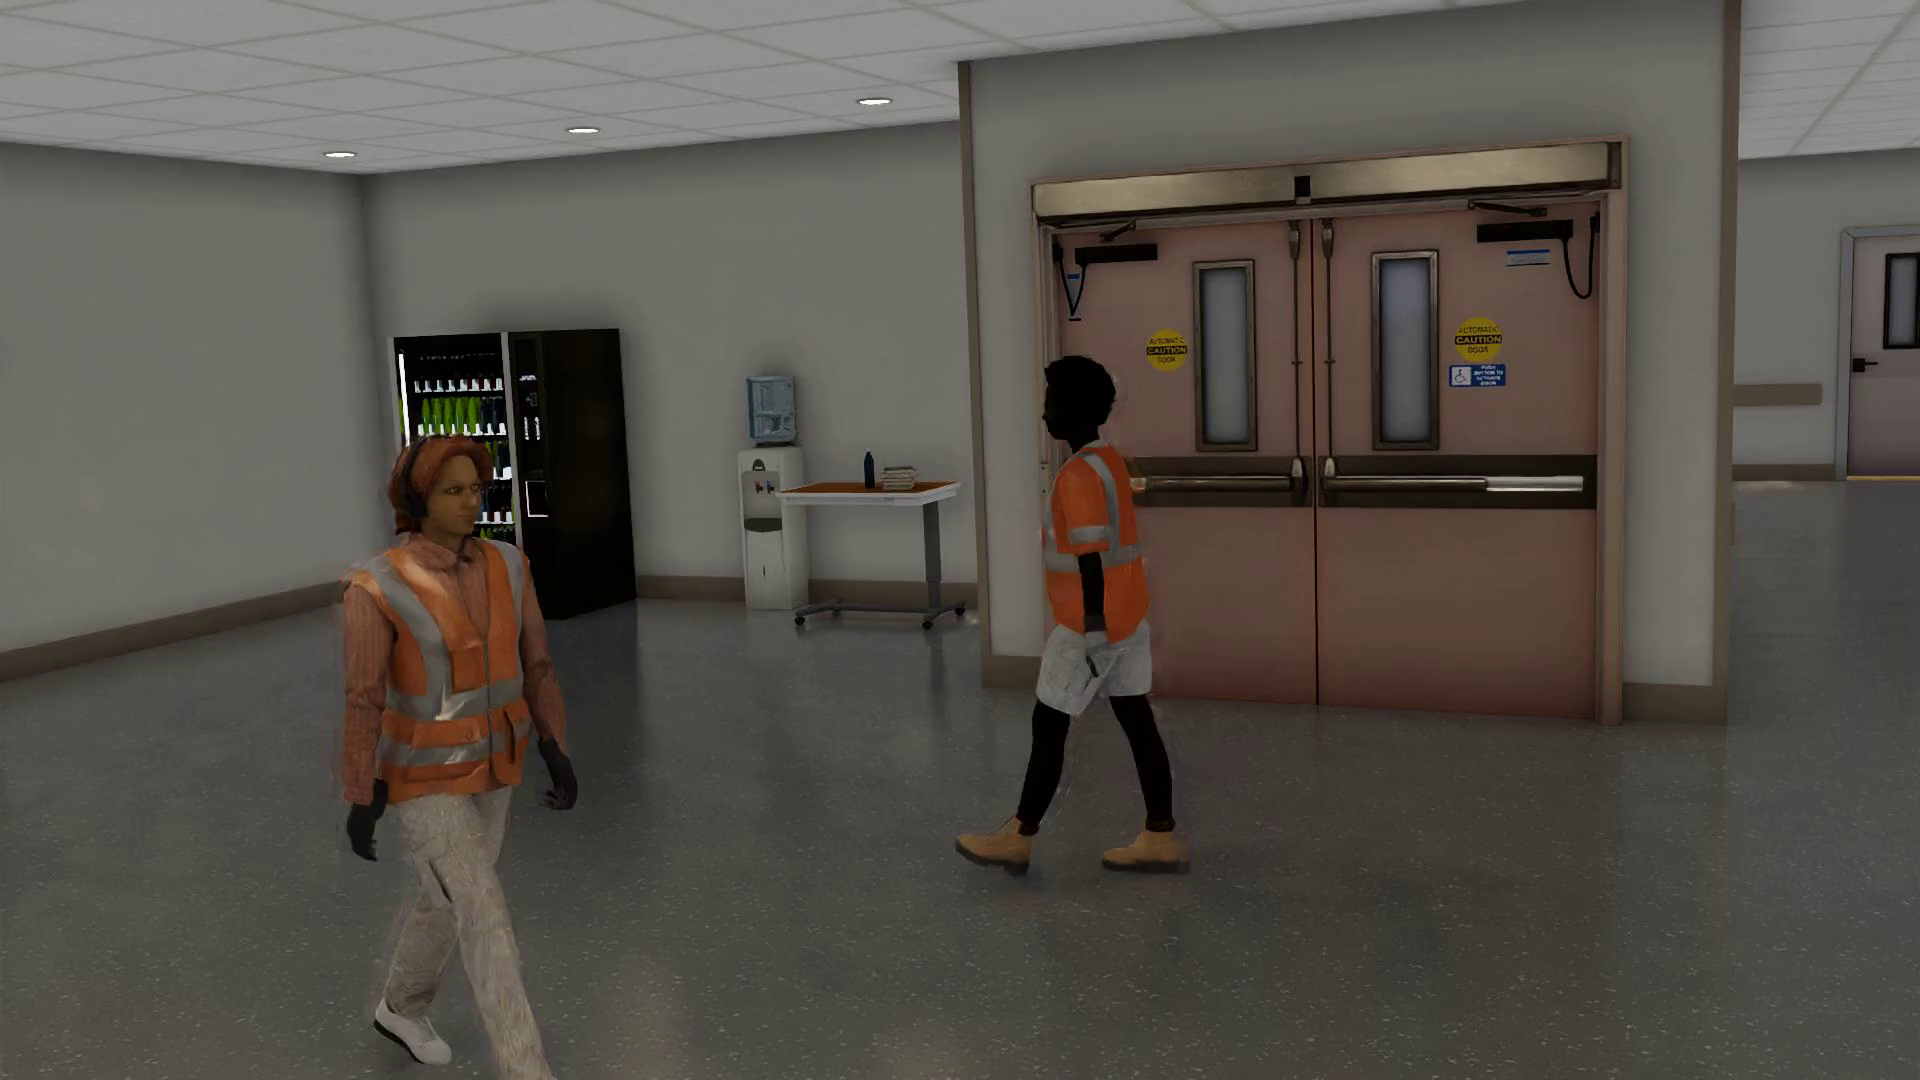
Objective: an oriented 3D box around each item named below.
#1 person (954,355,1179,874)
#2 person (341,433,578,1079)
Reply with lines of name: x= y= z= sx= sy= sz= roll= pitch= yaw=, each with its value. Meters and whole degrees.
person: x=0.324 y=0.251 z=5.336 sx=0.796 sy=1.663 sz=0.554 roll=0 pitch=8 yaw=19
person: x=-1.189 y=0.542 z=3.886 sx=0.885 sy=1.594 sz=0.529 roll=2 pitch=9 yaw=32
